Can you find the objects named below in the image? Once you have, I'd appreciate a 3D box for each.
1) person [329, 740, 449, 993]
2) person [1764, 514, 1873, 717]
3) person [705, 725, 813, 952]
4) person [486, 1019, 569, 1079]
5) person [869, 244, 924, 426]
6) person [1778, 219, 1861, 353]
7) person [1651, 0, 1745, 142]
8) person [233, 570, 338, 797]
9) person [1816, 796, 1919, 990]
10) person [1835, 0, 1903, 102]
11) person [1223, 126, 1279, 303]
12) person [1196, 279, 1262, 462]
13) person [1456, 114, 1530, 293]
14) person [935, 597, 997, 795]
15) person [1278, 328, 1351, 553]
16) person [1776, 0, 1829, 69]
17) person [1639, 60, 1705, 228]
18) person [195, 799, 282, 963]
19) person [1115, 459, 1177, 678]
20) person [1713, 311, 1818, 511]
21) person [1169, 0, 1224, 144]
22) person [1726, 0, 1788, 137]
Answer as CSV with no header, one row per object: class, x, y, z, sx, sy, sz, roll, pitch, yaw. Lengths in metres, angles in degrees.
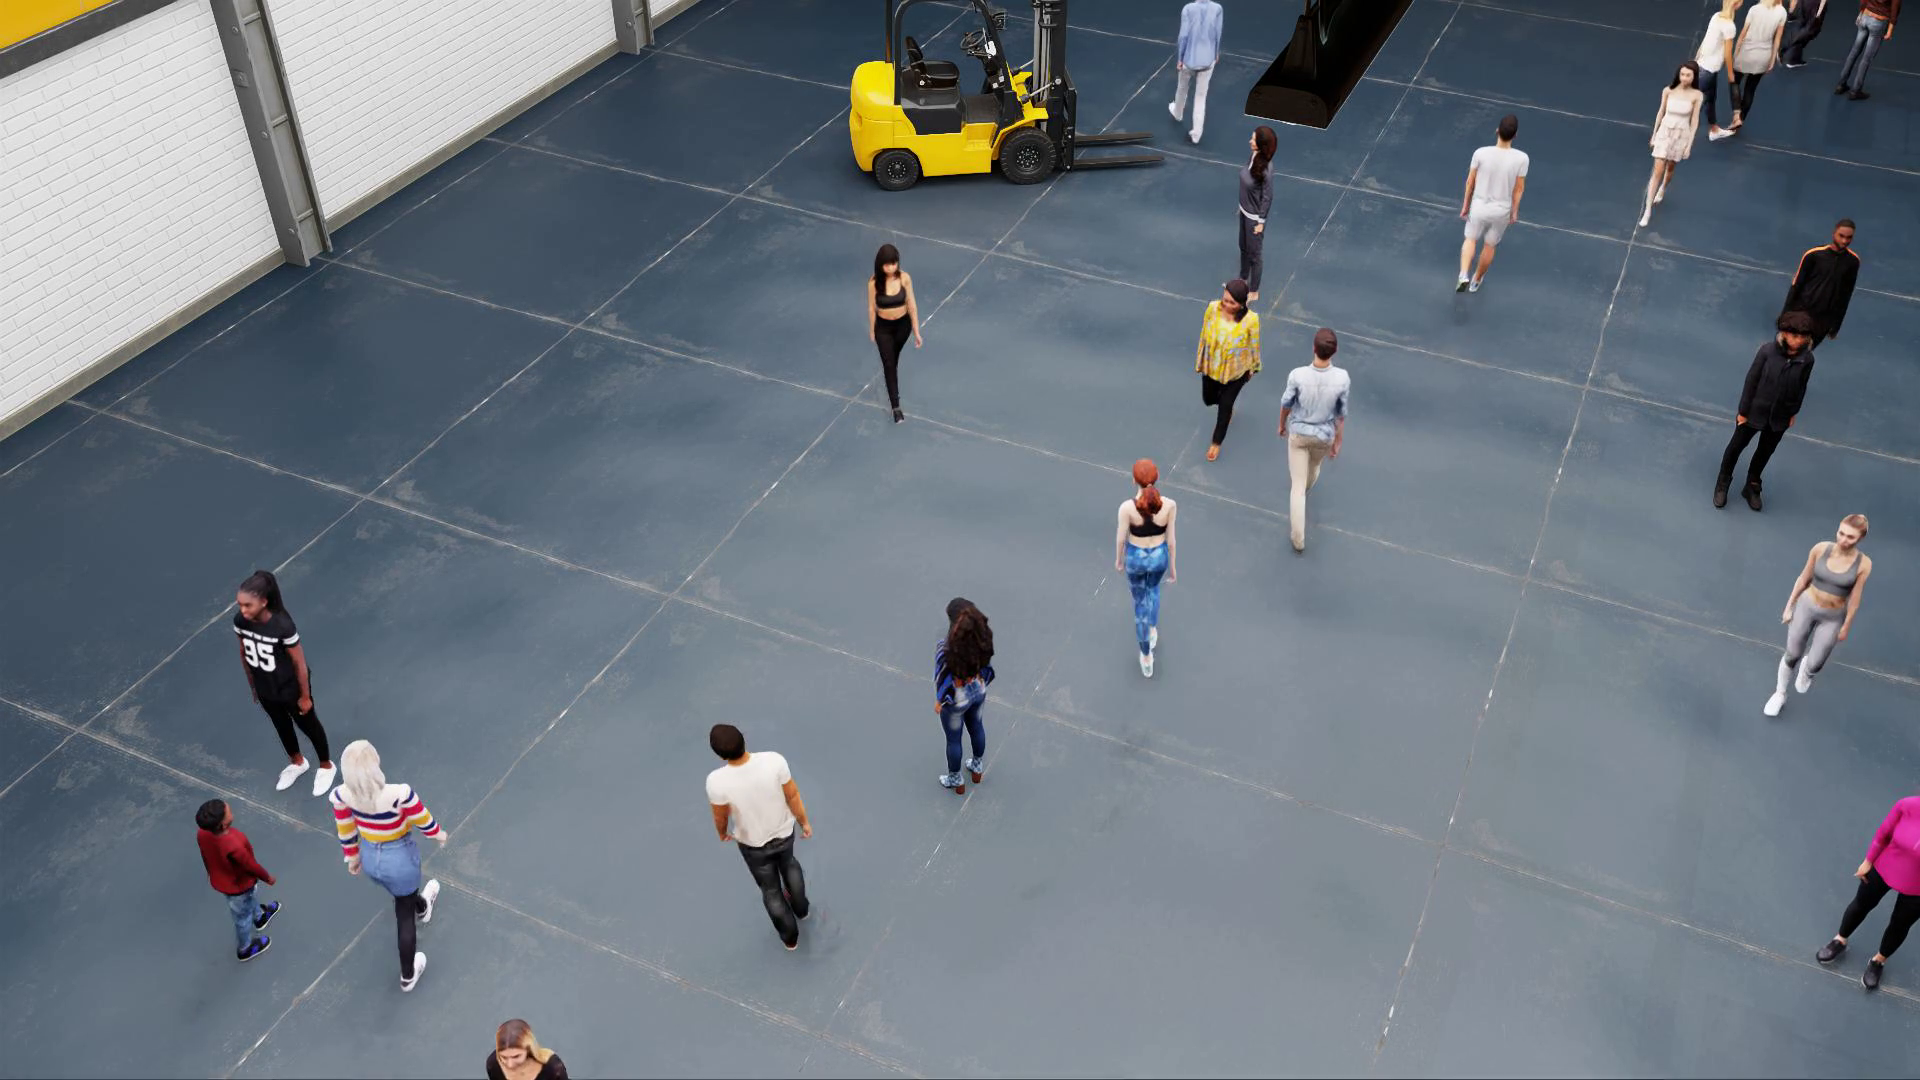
person,-3.313,1.913,9.583,0.835,1.775,1.073,7,39,8
person,5.932,0.484,11.436,0.663,1.694,0.801,26,45,28
person,-1.117,1.764,9.794,0.858,1.756,0.931,-8,39,-10
person,-2.098,2.891,8.465,0.842,1.640,1.047,-1,39,-1
person,-0.600,-1.880,14.468,0.993,1.606,1.088,-11,40,-13
person,7.398,-2.006,14.467,0.711,1.804,0.707,9,39,11
person,8.216,-5.197,18.498,0.942,1.760,1.165,2,39,2
person,-4.409,0.938,10.841,0.659,1.729,0.654,9,39,11
person,5.463,1.938,9.621,0.656,1.699,0.656,31,48,32
person,10.769,-6.090,19.600,0.745,1.779,0.710,-16,41,-19
person,2.817,-3.129,15.903,0.745,1.767,0.661,-9,39,-11
person,2.251,-1.472,13.934,0.720,1.634,0.901,18,42,22
person,5.047,-3.136,15.852,0.707,1.842,0.902,14,41,17
person,0.019,1.008,10.842,0.641,1.617,0.753,-25,45,-28
person,2.716,-0.745,12.887,0.921,1.804,1.281,4,39,5
person,10.307,-6.564,20.231,0.918,1.733,0.889,-8,39,-10
person,7.412,-4.142,17.235,0.661,1.688,1.060,21,43,24
person,-4.344,2.049,9.840,0.556,1.243,0.666,23,44,26
person,1.306,0.257,11.674,0.779,1.763,0.877,-1,39,-1
person,6.457,-1.056,13.298,0.692,1.779,0.681,6,39,7
person,2.671,-5.347,18.608,1.007,1.857,1.175,-4,39,-5
person,8.909,-5.354,18.653,0.735,1.811,0.845,7,39,9
